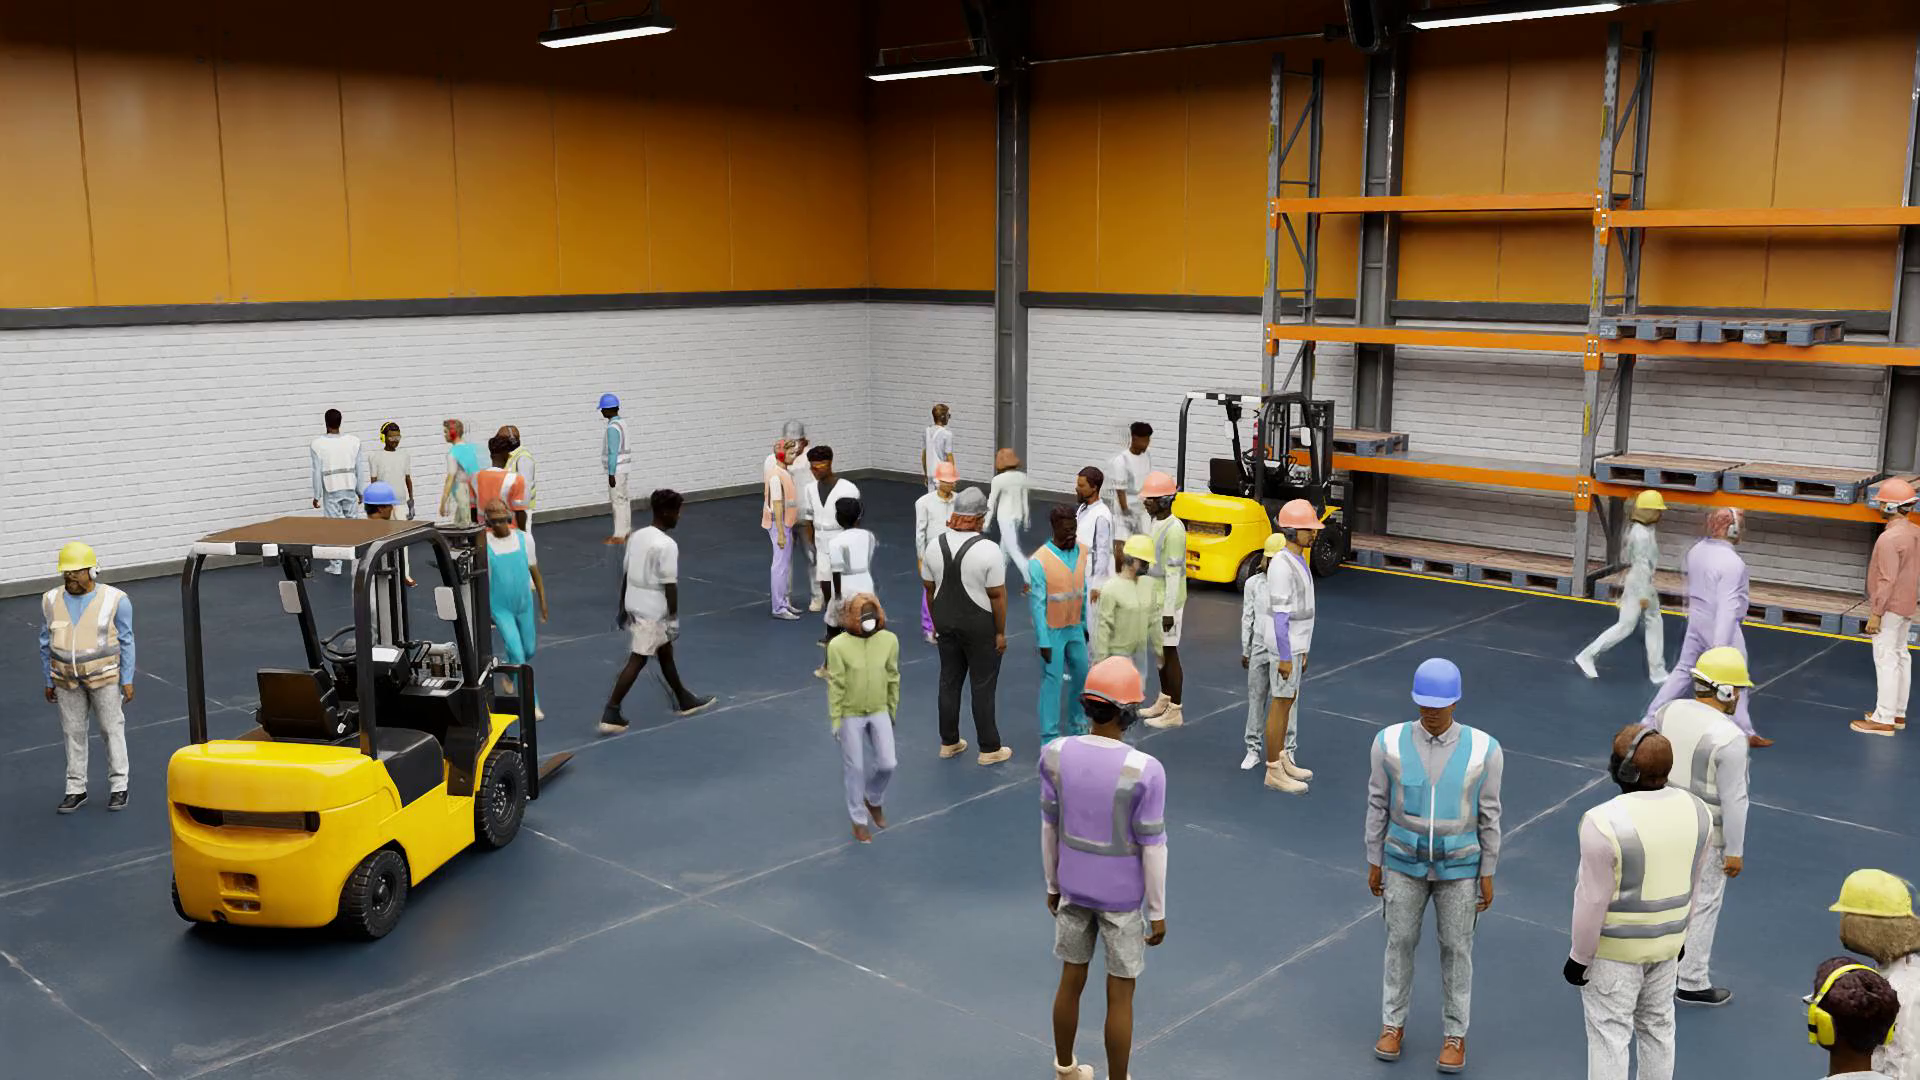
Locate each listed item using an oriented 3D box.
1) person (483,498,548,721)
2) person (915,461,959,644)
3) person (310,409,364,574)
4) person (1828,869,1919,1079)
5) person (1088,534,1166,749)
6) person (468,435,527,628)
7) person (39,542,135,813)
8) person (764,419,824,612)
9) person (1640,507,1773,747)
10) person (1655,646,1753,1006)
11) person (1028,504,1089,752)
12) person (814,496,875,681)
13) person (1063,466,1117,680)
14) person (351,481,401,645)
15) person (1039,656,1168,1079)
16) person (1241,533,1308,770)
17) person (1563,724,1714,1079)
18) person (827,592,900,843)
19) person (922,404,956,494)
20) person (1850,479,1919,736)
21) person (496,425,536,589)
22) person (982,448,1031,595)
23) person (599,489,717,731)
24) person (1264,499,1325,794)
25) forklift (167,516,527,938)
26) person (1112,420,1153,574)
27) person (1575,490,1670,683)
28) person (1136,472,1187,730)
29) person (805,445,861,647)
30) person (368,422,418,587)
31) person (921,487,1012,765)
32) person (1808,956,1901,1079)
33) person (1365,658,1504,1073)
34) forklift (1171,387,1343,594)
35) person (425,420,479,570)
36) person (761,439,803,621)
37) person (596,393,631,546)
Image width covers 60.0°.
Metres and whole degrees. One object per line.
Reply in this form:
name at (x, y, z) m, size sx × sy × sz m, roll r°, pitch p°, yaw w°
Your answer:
person at (-3.632, 0.529, 13.370) m, size 0.576 × 1.802 × 0.771 m, roll -6°, pitch 12°, yaw -33°
person at (-0.150, 0.115, 15.910) m, size 0.567 × 1.750 × 0.341 m, roll -5°, pitch 11°, yaw -24°
person at (-7.205, -0.562, 19.289) m, size 0.587 × 1.920 × 0.391 m, roll -8°, pitch 13°, yaw -38°
person at (3.289, 1.971, 5.544) m, size 0.810 × 1.685 × 0.545 m, roll 4°, pitch 11°, yaw 24°
person at (1.204, 0.805, 12.015) m, size 0.558 × 1.737 × 0.454 m, roll -8°, pitch 13°, yaw -40°
person at (-4.511, -0.052, 16.309) m, size 0.620 × 1.955 × 0.391 m, roll 4°, pitch 11°, yaw 20°
person at (-5.836, 0.915, 11.124) m, size 0.588 × 1.834 × 0.403 m, roll -1°, pitch 10°, yaw -8°
person at (-1.704, -0.260, 17.227) m, size 0.687 × 2.000 × 0.541 m, roll 1°, pitch 10°, yaw 5°
person at (5.634, 0.662, 12.509) m, size 1.008 × 1.861 × 0.654 m, roll -1°, pitch 10°, yaw -7°
person at (3.696, 1.419, 8.300) m, size 0.403 × 1.821 × 0.602 m, roll -2°, pitch 10°, yaw -13°
person at (0.752, 0.670, 12.313) m, size 0.644 × 1.906 × 0.461 m, roll -10°, pitch 14°, yaw -44°
person at (-0.901, 0.448, 14.295) m, size 0.873 × 1.663 × 0.533 m, roll 9°, pitch 14°, yaw 43°
person at (1.130, 0.317, 14.283) m, size 0.391 × 1.922 × 0.593 m, roll -2°, pitch 10°, yaw -14°
person at (-4.596, 0.503, 13.191) m, size 0.418 × 1.939 × 0.615 m, roll -9°, pitch 13°, yaw -41°
person at (0.636, 1.503, 7.211) m, size 0.610 × 2.034 × 0.398 m, roll 7°, pitch 12°, yaw 35°
person at (2.267, 0.811, 11.976) m, size 0.493 × 1.743 × 0.295 m, roll 3°, pitch 10°, yaw 15°
person at (2.754, 1.658, 6.867) m, size 0.626 × 1.847 × 0.429 m, roll -4°, pitch 11°, yaw -23°
person at (-0.598, 1.125, 10.543) m, size 0.505 × 1.618 × 0.333 m, roll -4°, pitch 11°, yaw -22°
person at (-0.249, -0.777, 20.723) m, size 0.331 × 1.844 × 0.519 m, roll -10°, pitch 14°, yaw -44°
person at (7.217, 0.518, 12.923) m, size 0.614 × 1.993 × 0.395 m, roll -8°, pitch 13°, yaw -40°
person at (-4.923, -0.361, 18.416) m, size 0.429 × 1.830 × 0.640 m, roll -7°, pitch 12°, yaw -36°
person at (0.557, -0.211, 18.225) m, size 0.520 × 1.595 × 0.851 m, roll -10°, pitch 14°, yaw -44°
person at (-2.449, 0.540, 13.108) m, size 1.026 × 1.893 × 0.665 m, roll -7°, pitch 12°, yaw -35°
person at (2.319, 0.728, 11.591) m, size 0.377 × 2.045 × 0.605 m, roll 4°, pitch 11°, yaw 20°
forklift at (-3.583, 0.976, 9.748) m, size 1.214 × 2.155 × 2.313 m, roll 2°, pitch 10°, yaw 11°
person at (1.929, -0.322, 17.868) m, size 0.620 × 1.928 × 0.769 m, roll -9°, pitch 14°, yaw -43°
person at (5.832, 0.401, 14.409) m, size 0.836 × 1.707 × 0.494 m, roll 5°, pitch 11°, yaw 26°
person at (1.574, 0.472, 13.088) m, size 0.406 × 2.035 × 0.607 m, roll -1°, pitch 10°, yaw -7°
person at (-1.180, 0.065, 15.649) m, size 0.647 × 1.939 × 0.461 m, roll 7°, pitch 12°, yaw 33°
person at (-6.286, -0.378, 18.440) m, size 0.510 × 1.855 × 0.333 m, roll -9°, pitch 14°, yaw -43°
person at (0.090, 0.614, 12.246) m, size 0.676 × 2.000 × 0.536 m, roll 7°, pitch 12°, yaw 35°
person at (2.383, 2.055, 4.572) m, size 0.510 × 1.861 × 0.324 m, roll -2°, pitch 10°, yaw -11°
person at (2.161, 1.478, 7.637) m, size 0.601 × 1.939 × 0.410 m, roll 4°, pitch 11°, yaw 20°
forklift at (3.298, -0.608, 18.767) m, size 1.214 × 2.155 × 2.313 m, roll 9°, pitch 13°, yaw 42°
person at (-5.766, -0.477, 19.110) m, size 0.930 × 1.806 × 0.600 m, roll 1°, pitch 10°, yaw 4°
person at (-1.817, -0.110, 16.933) m, size 0.389 × 1.843 × 0.565 m, roll 0°, pitch 10°, yaw 1°
person at (-4.383, -0.894, 21.137) m, size 0.416 × 1.939 × 0.604 m, roll 0°, pitch 10°, yaw -1°
